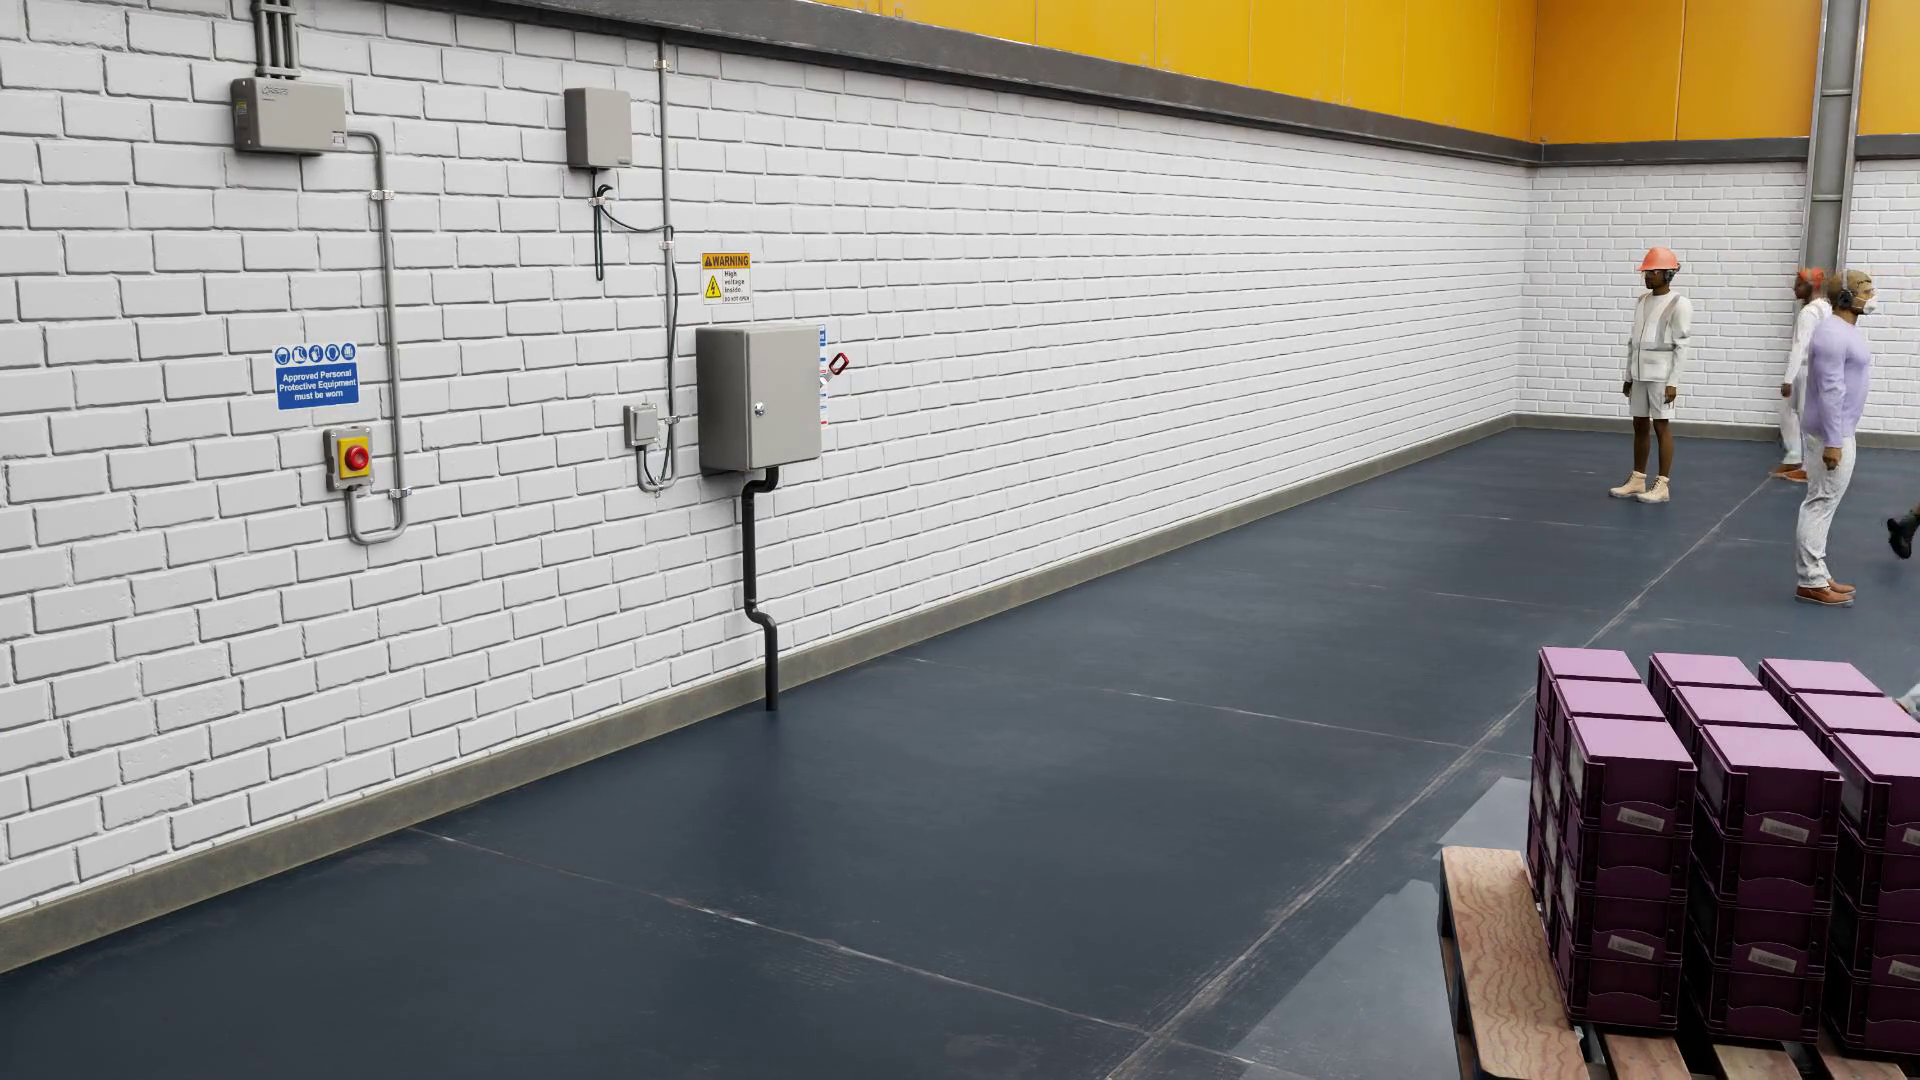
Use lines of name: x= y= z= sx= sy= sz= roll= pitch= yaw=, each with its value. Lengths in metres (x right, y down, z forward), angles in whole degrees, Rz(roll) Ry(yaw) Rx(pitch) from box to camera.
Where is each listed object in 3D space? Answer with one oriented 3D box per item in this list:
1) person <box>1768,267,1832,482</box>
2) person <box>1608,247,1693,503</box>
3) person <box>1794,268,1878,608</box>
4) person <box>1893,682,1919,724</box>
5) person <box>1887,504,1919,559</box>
person: x=7.279 y=-1.430 z=14.466 sx=0.600 sy=1.865 sz=0.617 roll=8 pitch=13 yaw=37
person: x=5.568 y=-1.321 z=13.382 sx=0.370 sy=2.044 sz=0.608 roll=-3 pitch=11 yaw=-18
person: x=5.075 y=-0.594 z=9.642 sx=0.372 sy=1.940 sz=0.632 roll=6 pitch=12 yaw=31
person: x=4.041 y=0.038 z=6.245 sx=0.887 sy=1.910 sz=0.630 roll=2 pitch=11 yaw=13
person: x=6.398 y=-0.737 z=10.518 sx=0.747 sy=1.916 sz=0.557 roll=0 pitch=10 yaw=1
